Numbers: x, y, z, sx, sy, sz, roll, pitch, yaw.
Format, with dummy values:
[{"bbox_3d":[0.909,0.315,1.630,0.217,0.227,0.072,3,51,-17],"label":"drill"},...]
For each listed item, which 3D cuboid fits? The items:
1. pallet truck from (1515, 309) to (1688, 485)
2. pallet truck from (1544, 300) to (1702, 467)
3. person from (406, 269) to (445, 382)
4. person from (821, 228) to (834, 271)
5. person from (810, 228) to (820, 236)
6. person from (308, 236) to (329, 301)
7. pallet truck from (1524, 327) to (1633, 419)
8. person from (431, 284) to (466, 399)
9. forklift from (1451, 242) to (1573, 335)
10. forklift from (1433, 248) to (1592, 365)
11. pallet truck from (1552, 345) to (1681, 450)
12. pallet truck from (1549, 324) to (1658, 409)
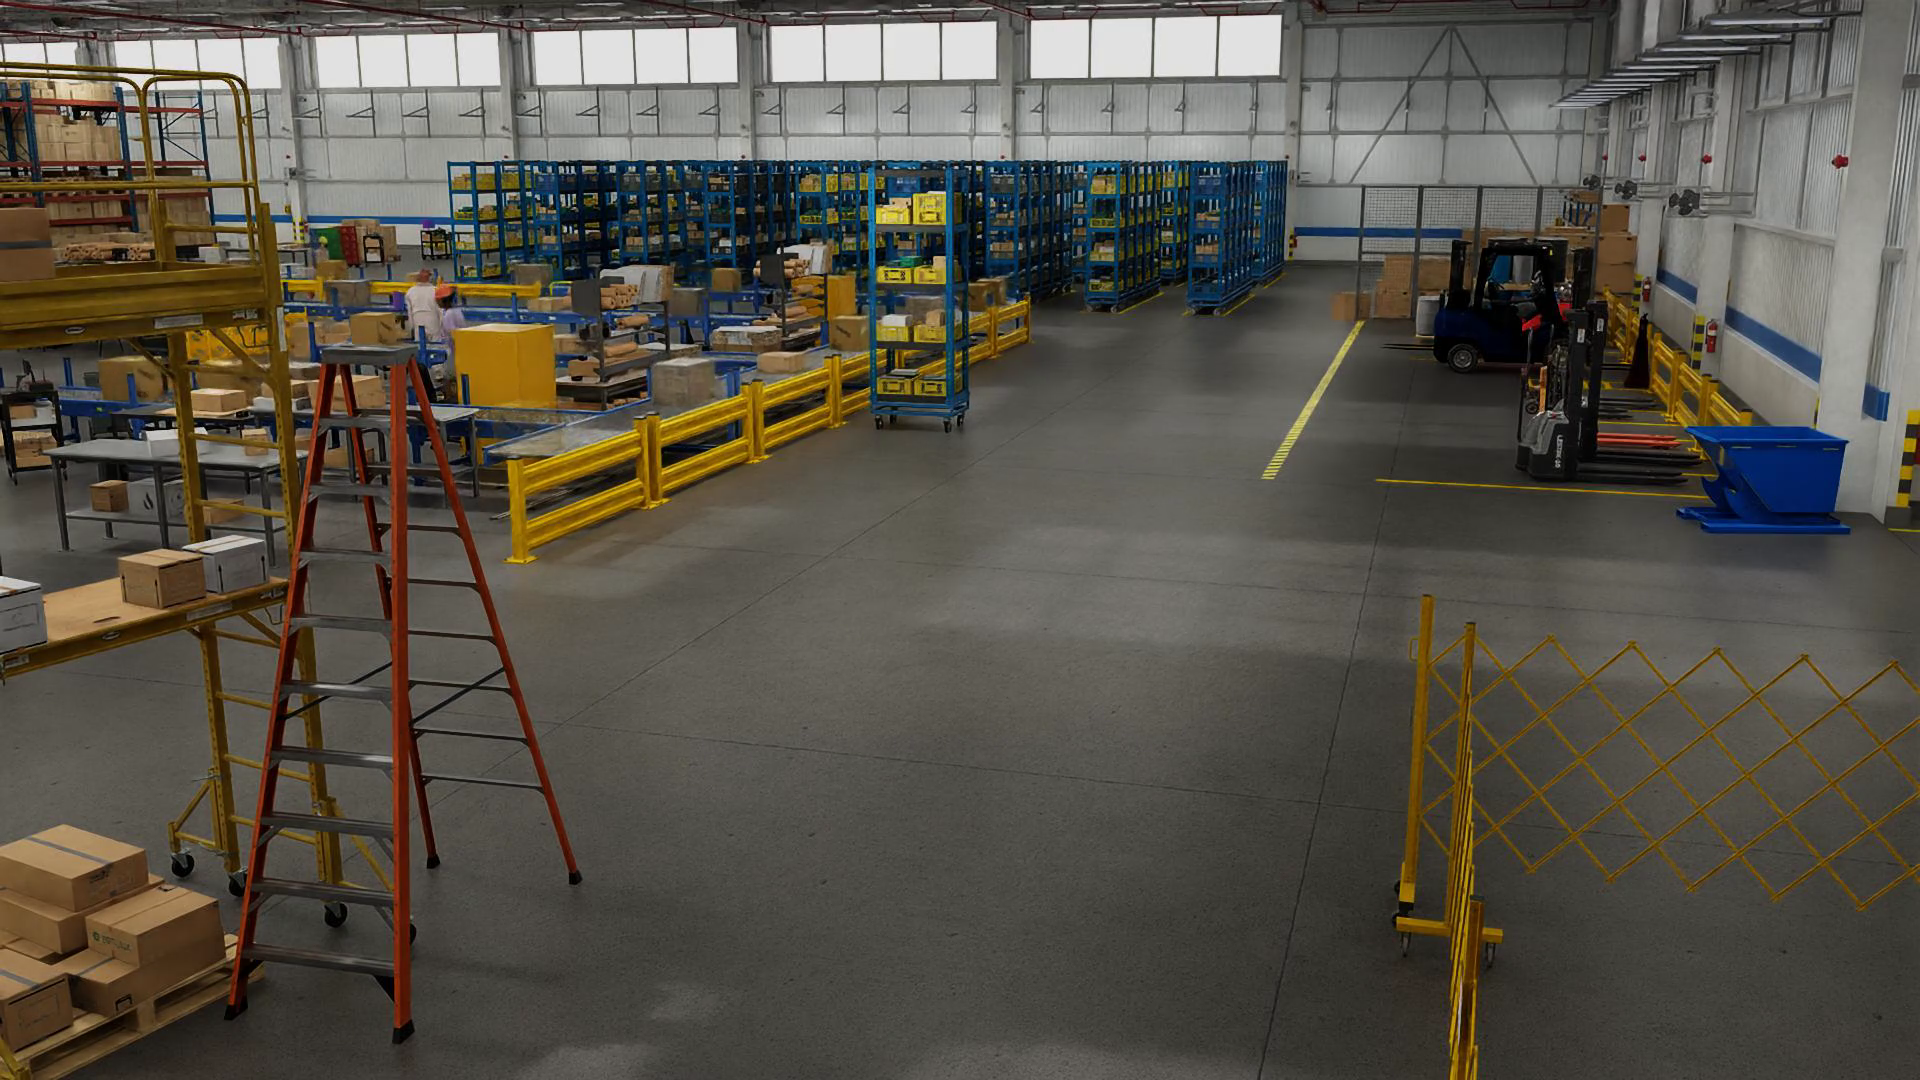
[{"bbox_3d":[7.554,-1.677,19.446,1.885,1.965,0.823,3,13,14],"label":"pallet truck"},{"bbox_3d":[8.263,-1.952,20.631,1.885,1.965,0.823,5,14,20],"label":"pallet truck"},{"bbox_3d":[-8.953,-3.604,28.001,0.639,1.897,0.397,1,13,2],"label":"person"},{"bbox_3d":[-3.914,-8.740,50.036,0.962,1.950,0.647,0,13,-1],"label":"person"},{"bbox_3d":[-4.585,-9.119,52.055,0.578,1.790,1.005,4,13,15],"label":"person"},{"bbox_3d":[-16.328,-6.886,42.516,0.789,1.736,0.520,4,14,15],"label":"person"},{"bbox_3d":[9.065,-2.460,24.370,1.522,1.261,0.704,3,13,14],"label":"pallet truck"},{"bbox_3d":[-7.050,-2.634,23.584,0.939,2.005,0.602,1,13,4],"label":"person"},{"bbox_3d":[10.464,-4.597,31.405,2.680,1.987,1.157,4,14,16],"label":"forklift"},{"bbox_3d":[9.780,-4.111,29.280,2.680,1.987,1.157,3,13,14],"label":"forklift"},{"bbox_3d":[8.641,-1.896,21.908,1.630,1.274,0.653,4,14,16],"label":"pallet truck"},{"bbox_3d":[9.824,-2.669,25.407,1.601,1.201,0.680,4,14,16],"label":"pallet truck"}]
